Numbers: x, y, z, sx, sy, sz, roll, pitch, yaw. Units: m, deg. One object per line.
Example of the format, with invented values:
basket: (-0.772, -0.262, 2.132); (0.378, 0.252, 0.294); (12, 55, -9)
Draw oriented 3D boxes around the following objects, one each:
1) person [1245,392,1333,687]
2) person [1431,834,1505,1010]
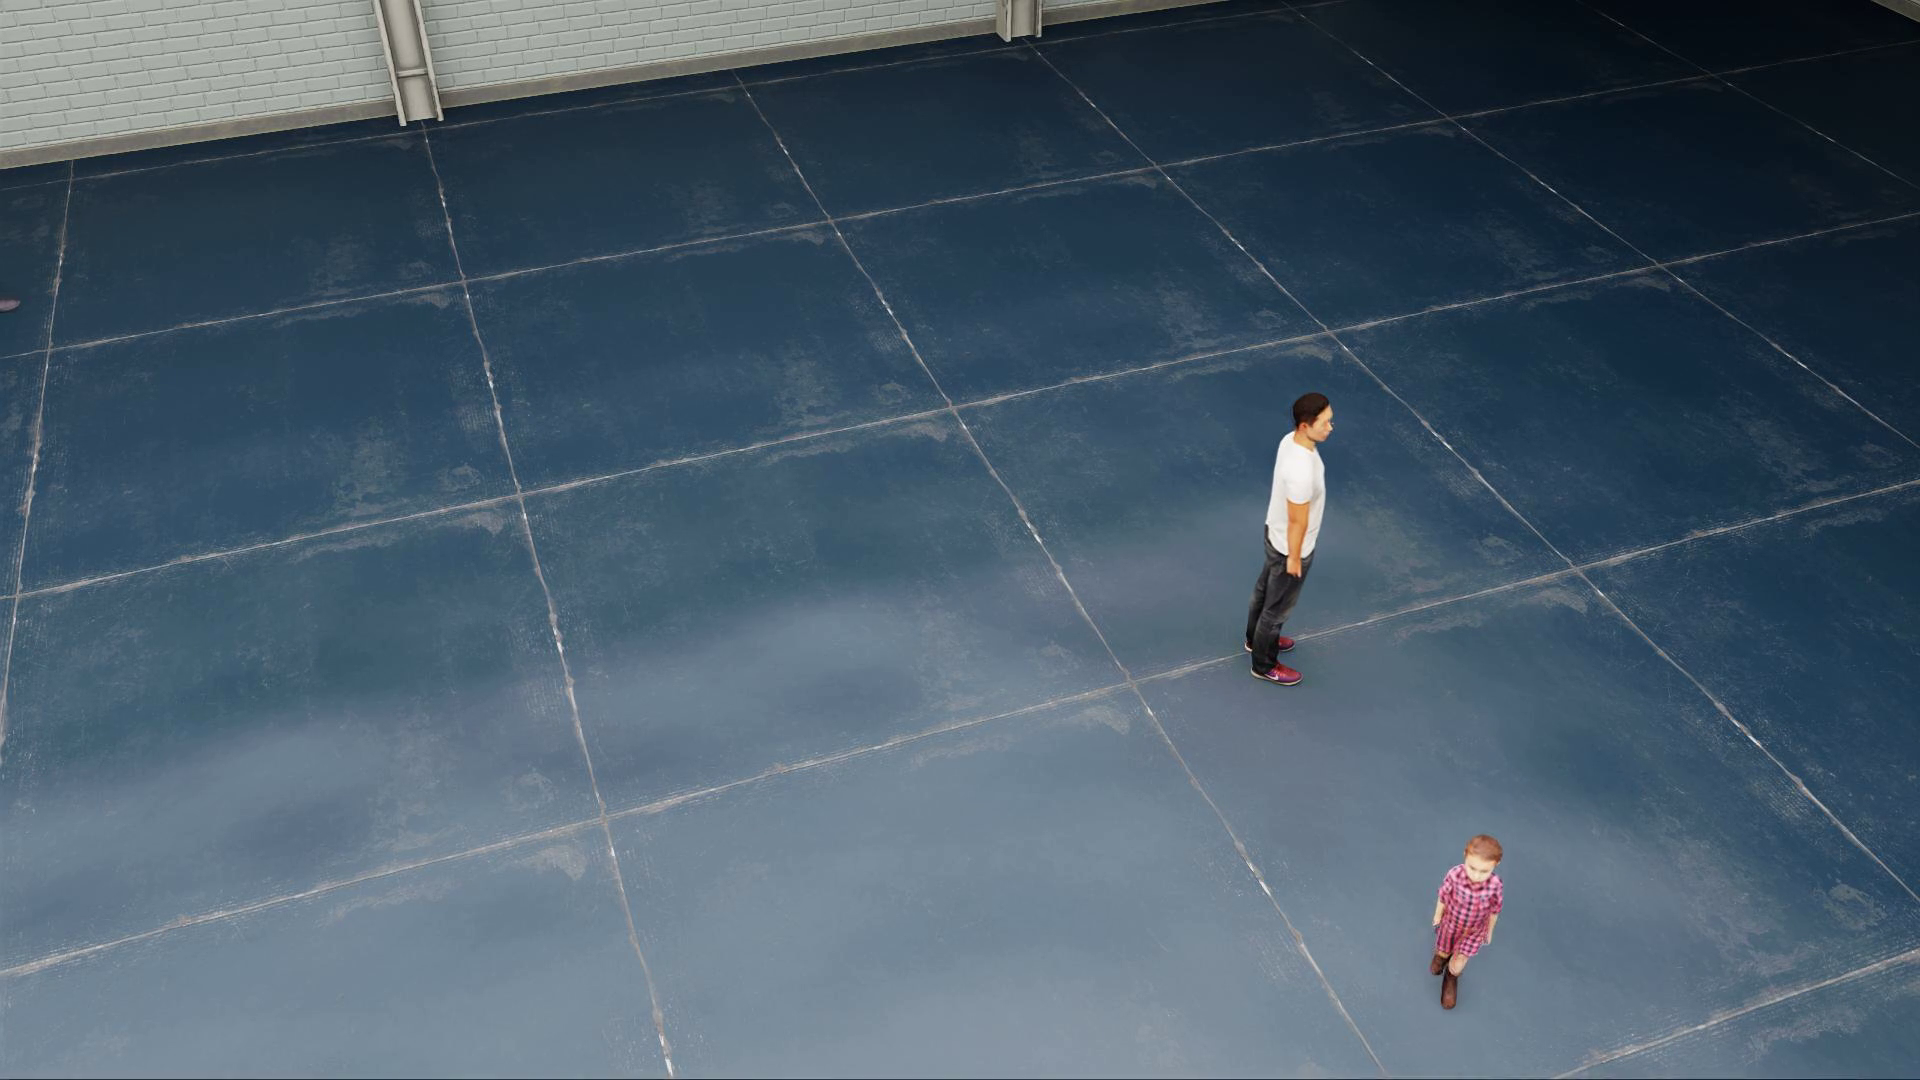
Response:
person: (1.775, -0.020, 9.027); (0.687, 1.800, 0.708); (3, 38, 4)
person: (2.292, 1.672, 7.498); (0.549, 1.018, 0.603); (11, 39, 13)
